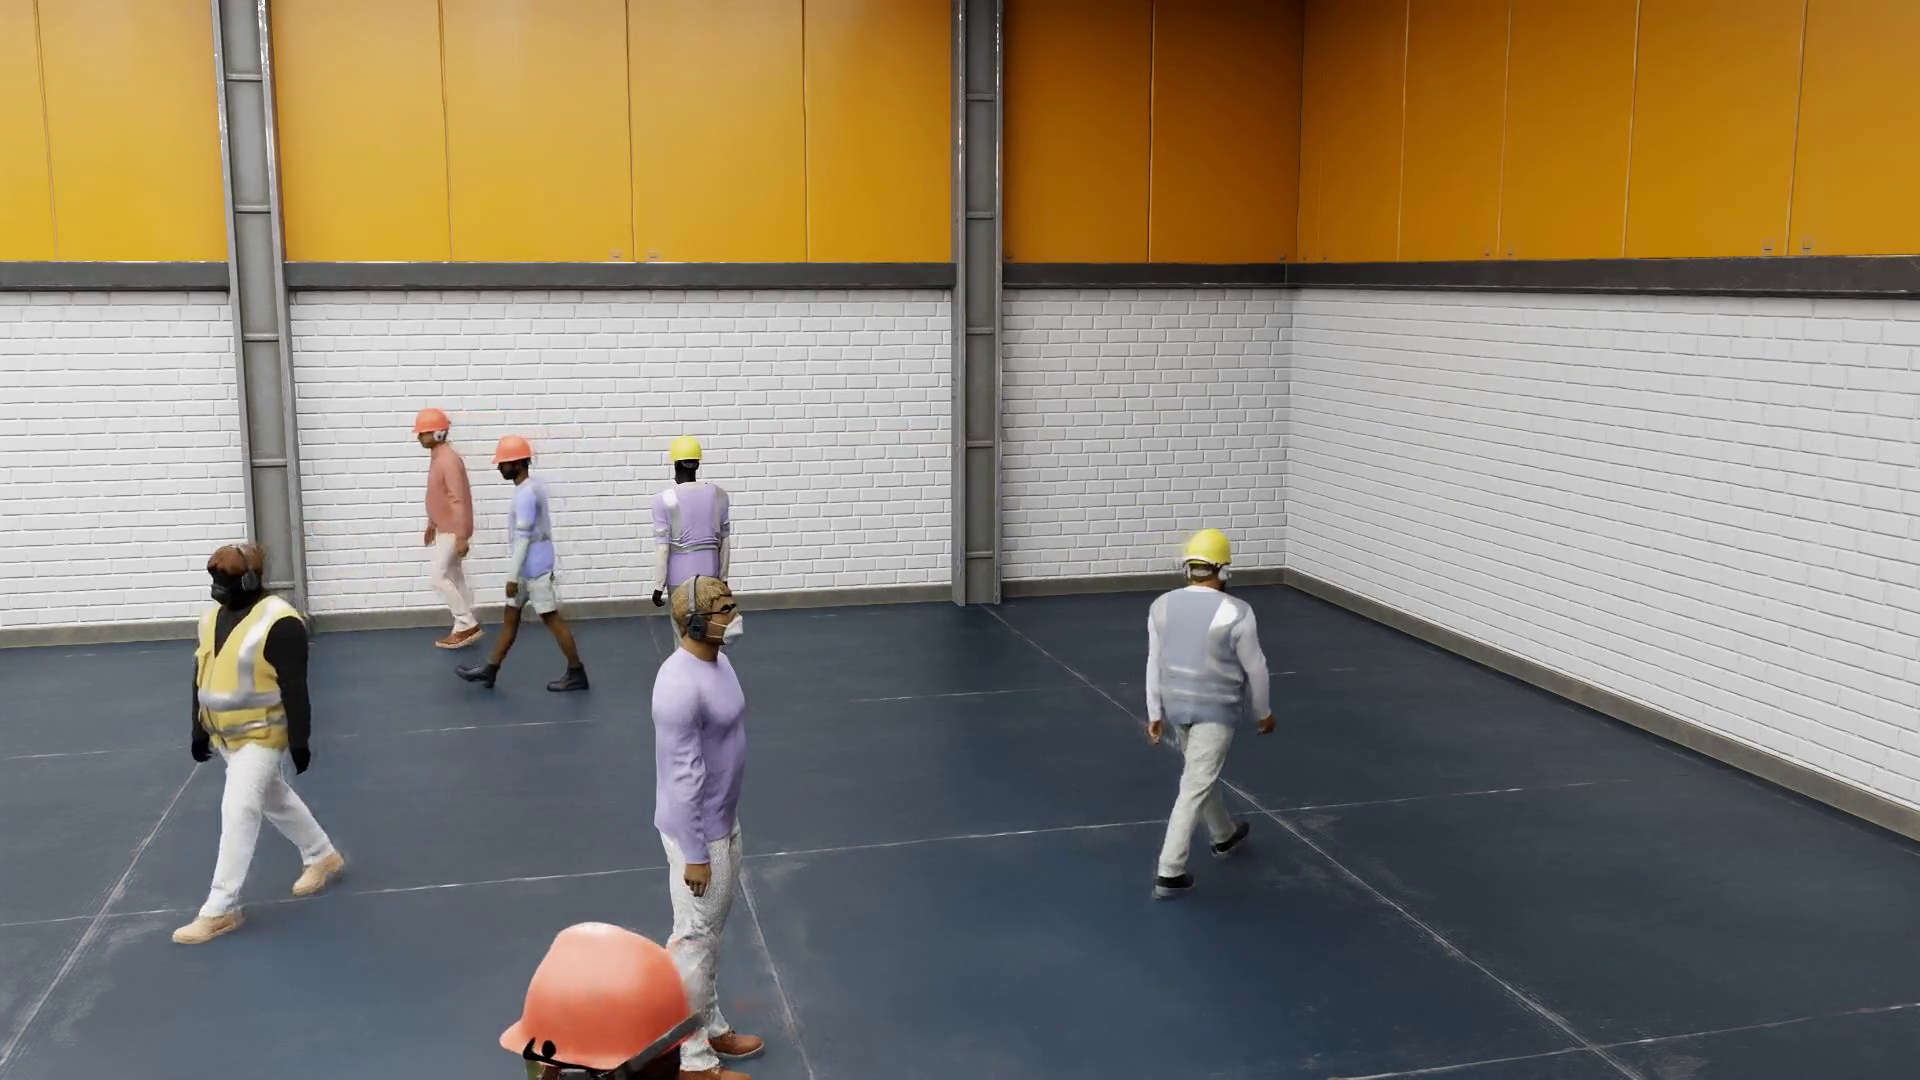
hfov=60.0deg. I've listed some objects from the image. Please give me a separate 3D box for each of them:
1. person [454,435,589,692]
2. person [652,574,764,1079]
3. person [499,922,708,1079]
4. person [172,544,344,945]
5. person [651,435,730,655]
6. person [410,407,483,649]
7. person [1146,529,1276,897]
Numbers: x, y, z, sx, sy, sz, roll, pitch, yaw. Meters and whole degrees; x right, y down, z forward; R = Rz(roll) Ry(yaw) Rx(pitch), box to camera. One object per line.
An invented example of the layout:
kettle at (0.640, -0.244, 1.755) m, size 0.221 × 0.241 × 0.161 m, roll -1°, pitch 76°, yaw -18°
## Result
person at (-3.161, 0.185, 11.993) m, size 0.973 × 1.882 × 0.552 m, roll -2°, pitch 9°, yaw -12°
person at (-0.942, 1.083, 6.201) m, size 0.372 × 1.940 × 0.632 m, roll 0°, pitch 9°, yaw 2°
person at (-0.633, 1.600, 2.766) m, size 0.983 × 2.000 × 0.640 m, roll 3°, pitch 10°, yaw 20°
person at (-3.326, 0.893, 7.844) m, size 0.641 × 1.799 × 0.962 m, roll 6°, pitch 11°, yaw 33°
person at (-1.865, 0.241, 11.489) m, size 0.591 × 1.926 × 0.386 m, roll -7°, pitch 11°, yaw -37°
person at (-4.143, -0.084, 13.382) m, size 0.468 × 1.971 × 0.662 m, roll -4°, pitch 10°, yaw -22°
person at (1.238, 0.833, 8.297) m, size 0.578 × 1.773 × 0.964 m, roll 9°, pitch 13°, yaw 44°
